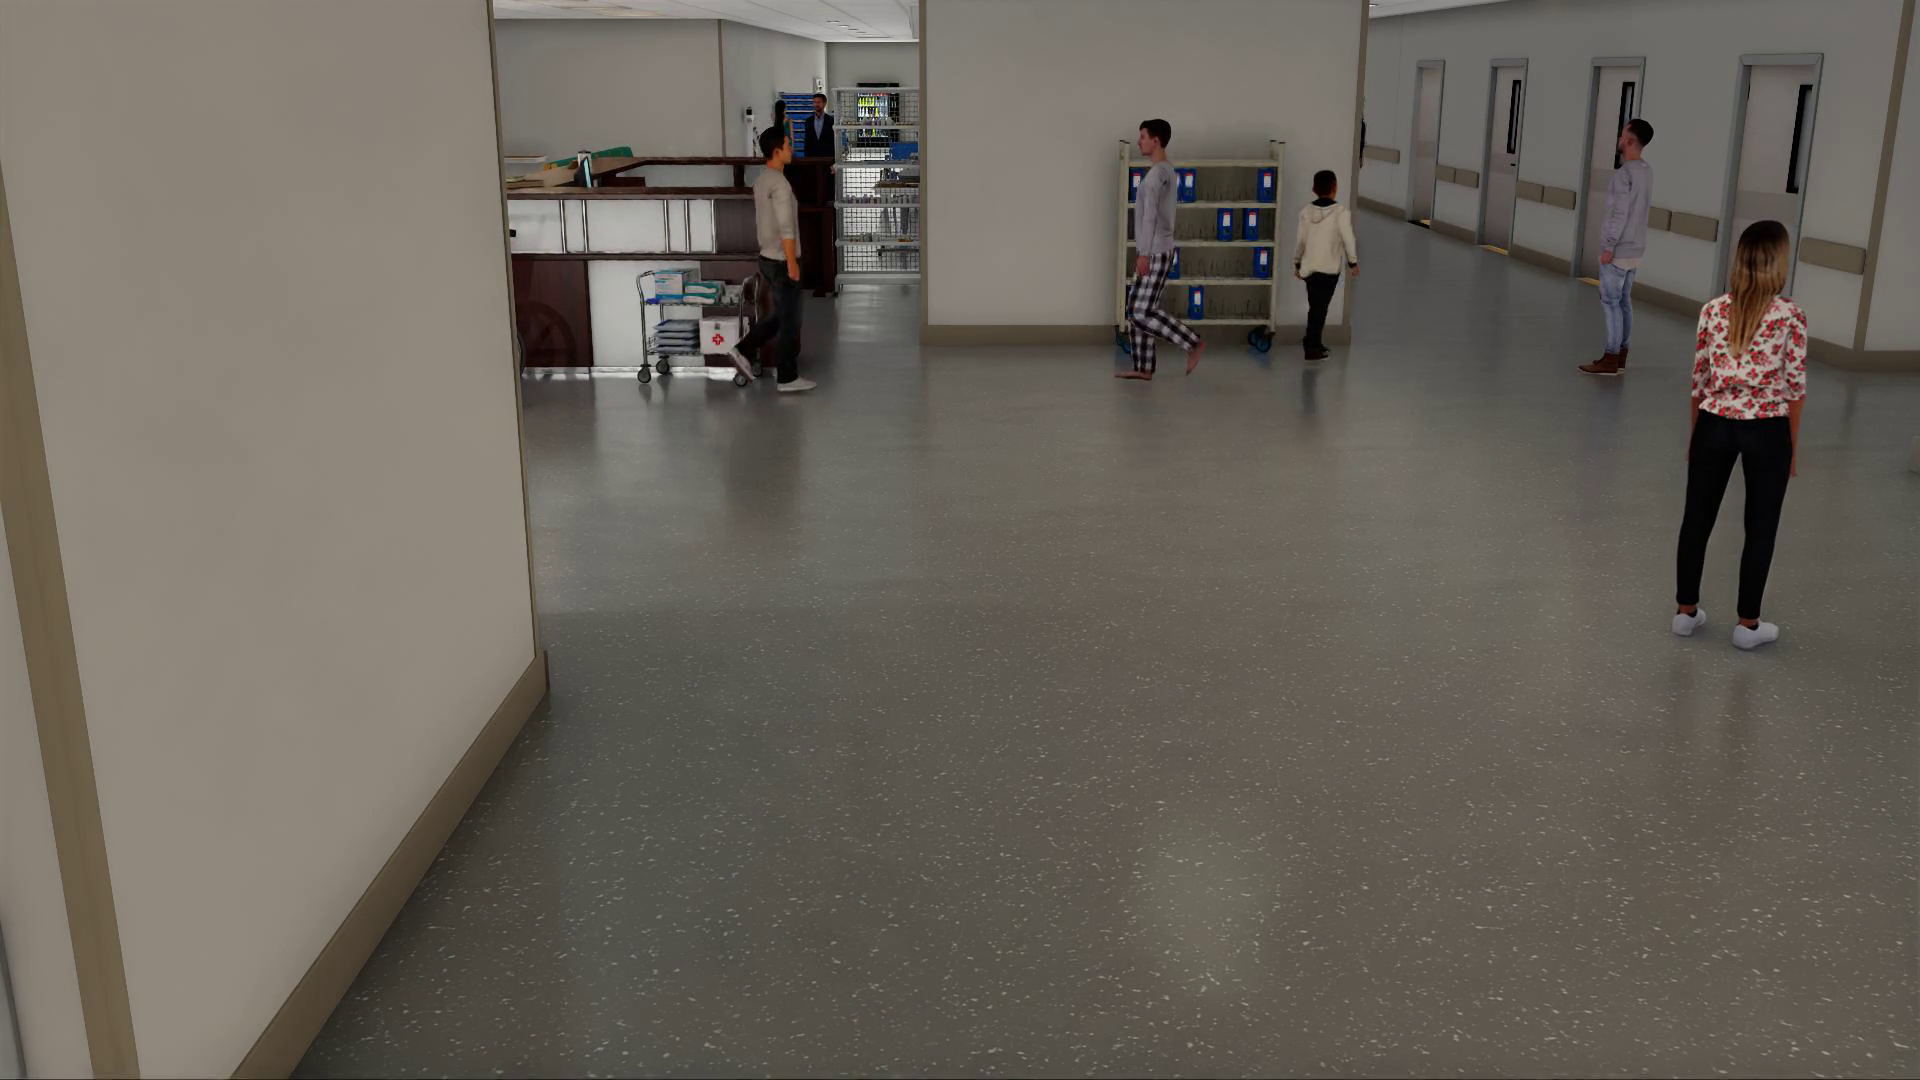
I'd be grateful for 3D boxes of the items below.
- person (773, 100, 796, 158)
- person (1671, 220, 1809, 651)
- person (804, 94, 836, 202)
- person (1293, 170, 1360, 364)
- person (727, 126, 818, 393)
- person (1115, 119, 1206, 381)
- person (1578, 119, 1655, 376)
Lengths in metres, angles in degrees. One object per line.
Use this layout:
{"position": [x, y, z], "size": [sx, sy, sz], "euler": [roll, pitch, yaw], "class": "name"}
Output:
{"position": [-3.107, -6.783, 28.949], "size": [0.622, 1.670, 0.716], "euler": [5, 16, 16], "class": "person"}
{"position": [3.000, -0.405, 6.391], "size": [0.701, 1.634, 0.641], "euler": [-15, 22, -43], "class": "person"}
{"position": [-1.951, -5.307, 23.349], "size": [0.578, 1.868, 0.725], "euler": [3, 16, 9], "class": "person"}
{"position": [2.691, -2.056, 12.614], "size": [0.813, 1.434, 0.755], "euler": [-12, 20, -36], "class": "person"}
{"position": [-1.308, -1.887, 11.345], "size": [0.956, 1.798, 0.821], "euler": [-6, 17, -19], "class": "person"}
{"position": [1.449, -2.012, 11.730], "size": [0.949, 1.831, 0.774], "euler": [4, 16, 14], "class": "person"}
{"position": [4.861, -2.151, 12.205], "size": [0.803, 1.841, 0.761], "euler": [13, 20, 39], "class": "person"}
